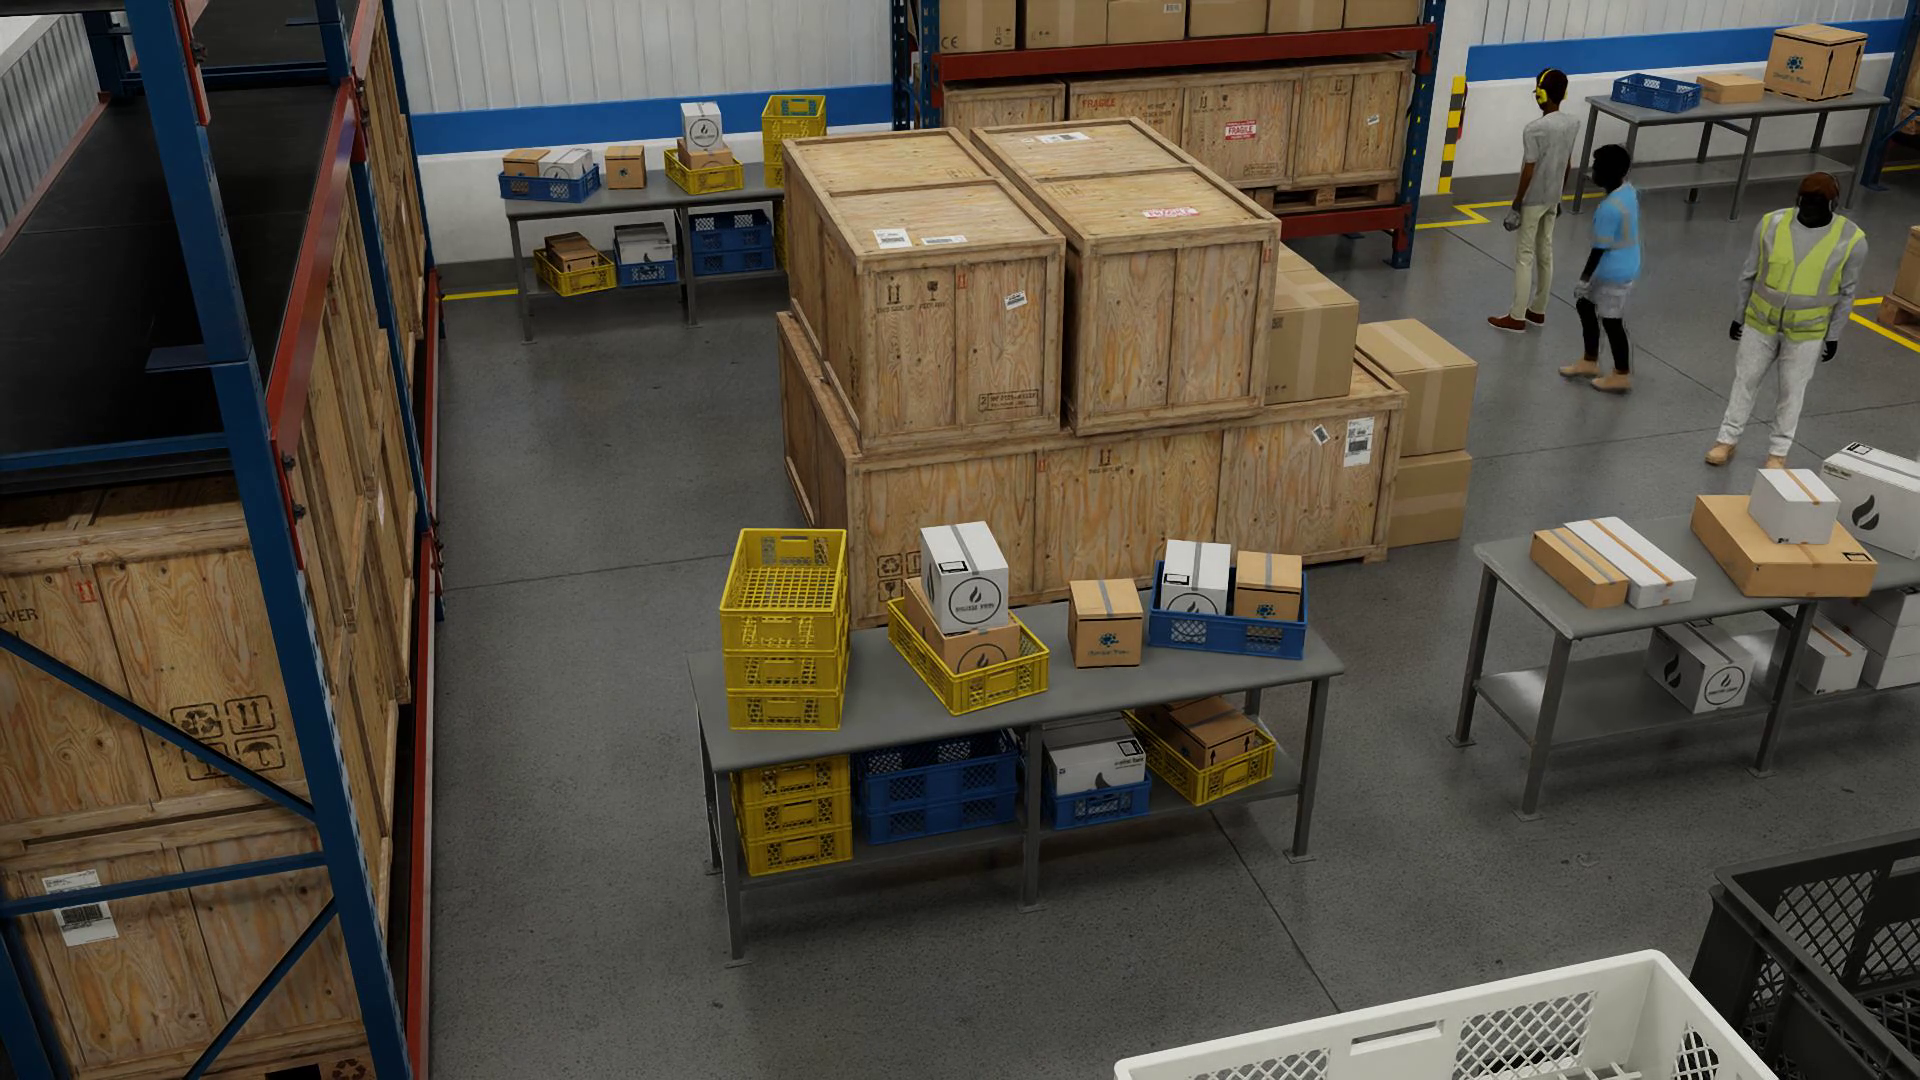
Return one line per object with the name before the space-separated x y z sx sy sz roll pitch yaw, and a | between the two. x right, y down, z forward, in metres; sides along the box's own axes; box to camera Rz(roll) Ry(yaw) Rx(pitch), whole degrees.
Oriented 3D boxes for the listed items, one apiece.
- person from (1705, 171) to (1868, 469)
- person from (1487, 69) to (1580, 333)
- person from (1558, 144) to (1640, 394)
person | 4.844 -1.257 9.753 0.626 1.843 0.430 20 35 32
person | 4.077 -2.390 11.788 0.521 1.865 0.336 -15 32 -26
person | 4.235 -1.747 10.819 0.564 1.652 0.551 13 31 22
